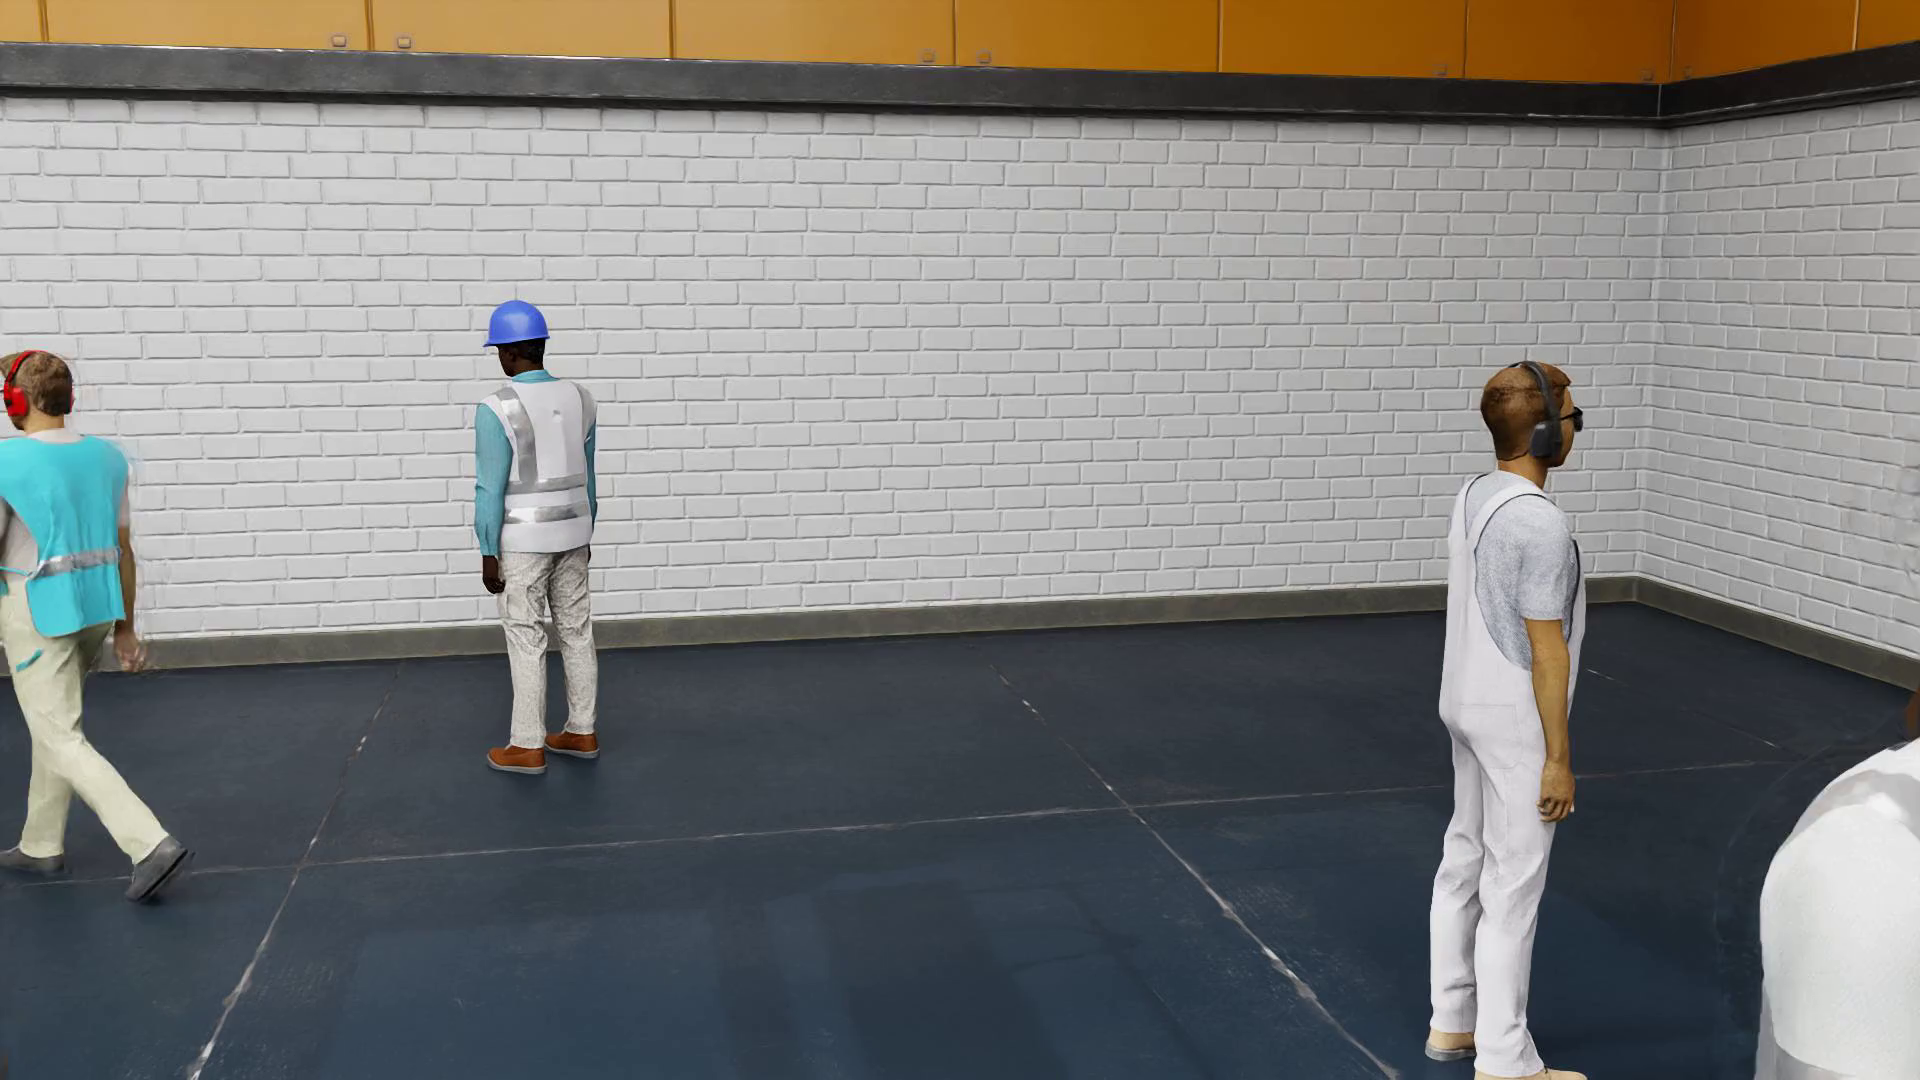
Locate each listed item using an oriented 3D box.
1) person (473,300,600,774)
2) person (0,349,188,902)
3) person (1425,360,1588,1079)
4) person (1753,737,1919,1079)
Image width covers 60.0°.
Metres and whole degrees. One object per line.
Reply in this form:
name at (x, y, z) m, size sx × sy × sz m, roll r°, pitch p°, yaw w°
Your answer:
person at (-1.745, -0.009, 6.852) m, size 0.416 × 1.939 × 0.605 m, roll 6°, pitch 11°, yaw 34°
person at (-2.931, 0.283, 5.467) m, size 0.888 × 1.814 × 0.586 m, roll 3°, pitch 10°, yaw 16°
person at (1.379, 0.480, 4.148) m, size 0.345 × 1.847 × 0.506 m, roll -2°, pitch 9°, yaw -9°
person at (1.003, 0.821, 1.834) m, size 0.613 × 1.931 × 0.962 m, roll -6°, pitch 11°, yaw -31°
